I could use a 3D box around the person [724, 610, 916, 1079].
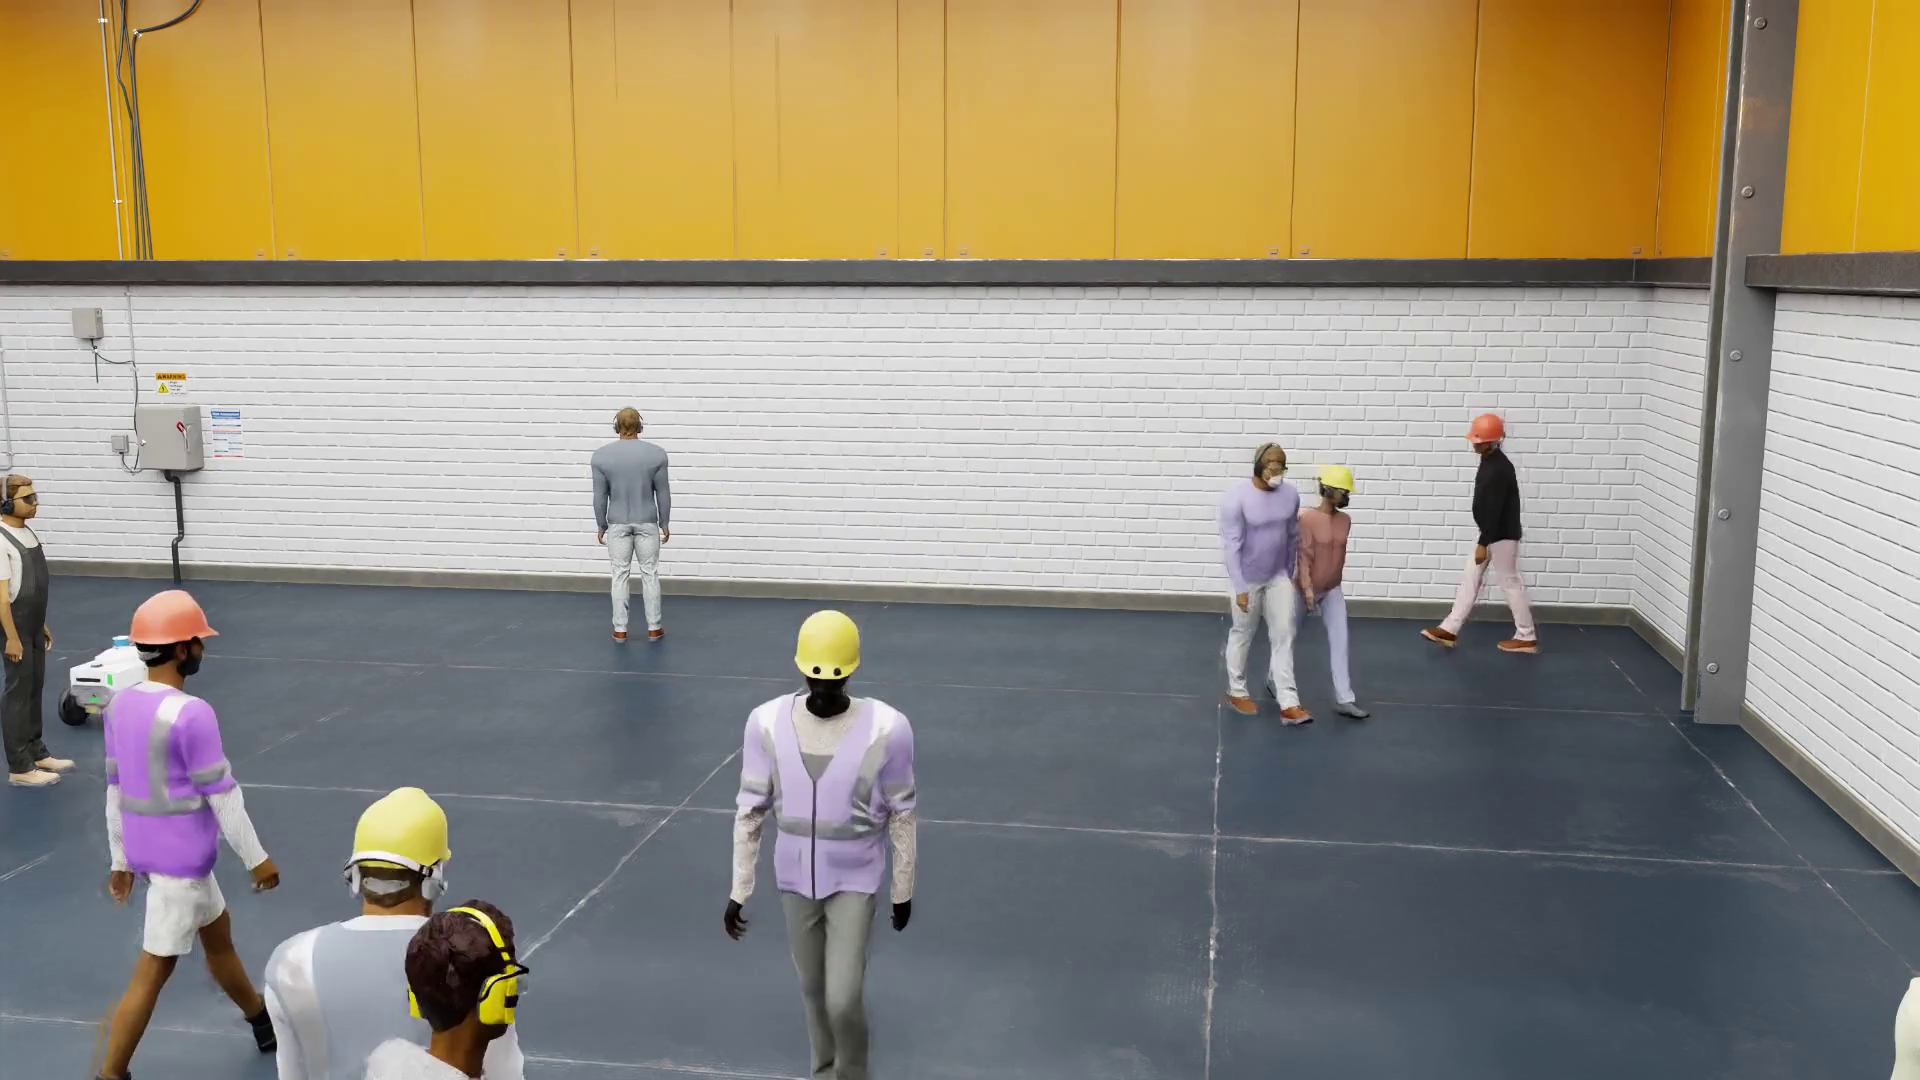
[{"bbox_3d":[-0.478,1.171,5.683,0.619,1.900,0.577,3,10,17],"label":"person"}]

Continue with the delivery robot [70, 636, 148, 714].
[{"bbox_3d":[-5.663,0.895,11.260,0.477,0.478,0.707,2,9,10],"label":"delivery robot"}]

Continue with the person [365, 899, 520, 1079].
[{"bbox_3d":[-1.027,1.613,3.233,0.492,1.833,0.860,7,12,39],"label":"person"}]

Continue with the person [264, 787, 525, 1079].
[{"bbox_3d":[-1.332,1.507,3.970,0.597,1.795,0.766,-2,9,-10],"label":"person"}]

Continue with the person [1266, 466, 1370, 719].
[{"bbox_3d":[2.474,0.332,11.490,0.540,1.708,0.956,-4,10,-25],"label":"person"}]

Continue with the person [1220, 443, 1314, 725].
[{"bbox_3d":[2.054,0.296,11.096,0.646,1.896,0.847,-4,10,-23],"label":"person"}]

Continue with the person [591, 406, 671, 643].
[{"bbox_3d":[-2.672,-0.124,13.573,0.632,1.940,0.372,-2,9,-10],"label":"person"}]

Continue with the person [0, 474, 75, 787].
[{"bbox_3d":[-5.529,0.529,9.836,0.345,1.847,0.508,-2,9,-10],"label":"person"}]

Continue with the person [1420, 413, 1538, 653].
[{"bbox_3d":[4.145,-0.048,13.140,0.968,1.922,0.681,1,9,5],"label":"person"}]

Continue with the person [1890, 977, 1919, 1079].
[{"bbox_3d":[2.357,1.534,3.686,0.600,1.827,0.404,4,10,23],"label":"person"}]

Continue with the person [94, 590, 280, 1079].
[{"bbox_3d":[-2.816,1.121,6.081,0.552,1.886,1.006,7,12,39],"label":"person"}]
